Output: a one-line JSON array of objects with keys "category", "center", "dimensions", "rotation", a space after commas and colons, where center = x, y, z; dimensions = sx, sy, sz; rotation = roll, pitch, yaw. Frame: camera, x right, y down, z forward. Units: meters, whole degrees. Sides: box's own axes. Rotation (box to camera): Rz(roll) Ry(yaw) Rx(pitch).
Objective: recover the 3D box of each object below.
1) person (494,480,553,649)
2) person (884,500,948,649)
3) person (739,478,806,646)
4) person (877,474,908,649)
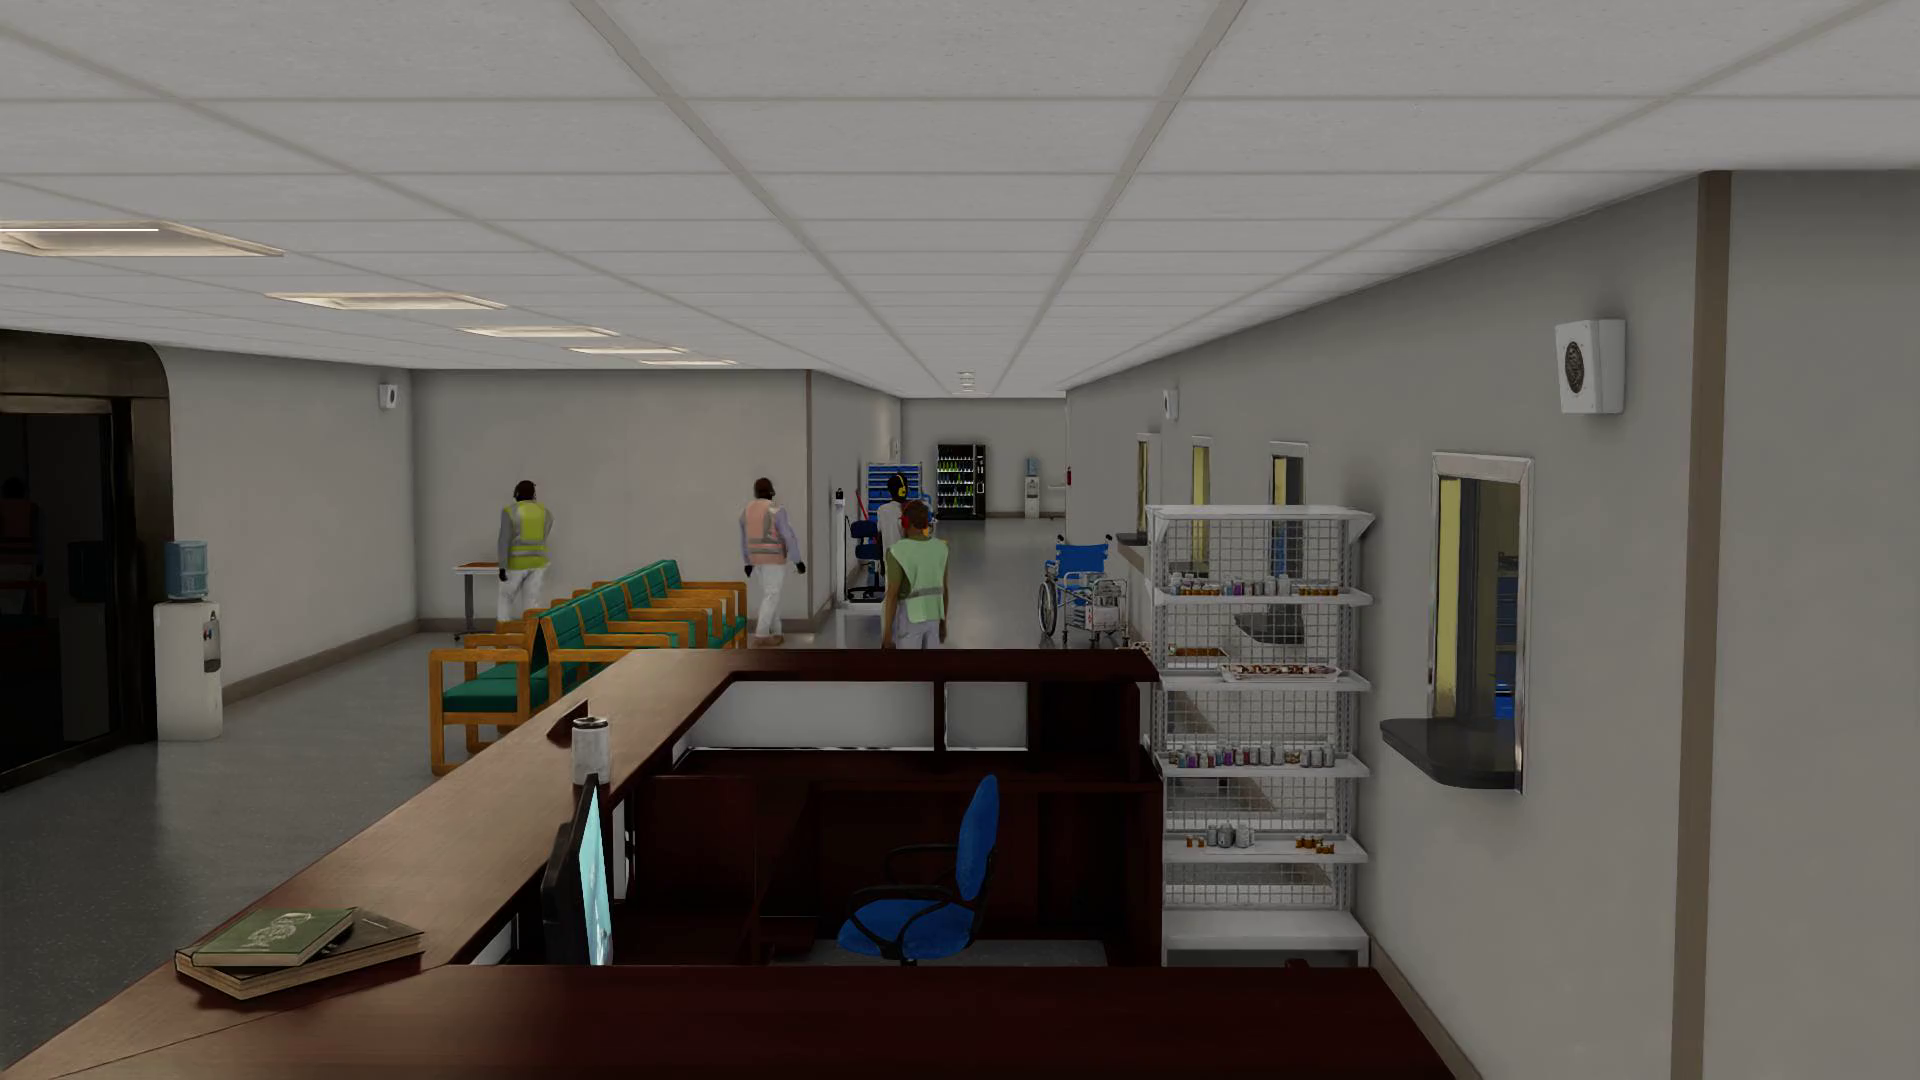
[{"category": "person", "center": [-4.640, 0.275, 17.532], "dimensions": [0.662, 1.802, 0.684], "rotation": [-4, 6, -42]}, {"category": "person", "center": [-0.311, 0.625, 12.365], "dimensions": [0.570, 1.836, 0.387], "rotation": [-4, 6, -44]}, {"category": "person", "center": [-2.028, 0.239, 17.893], "dimensions": [0.729, 1.816, 0.565], "rotation": [3, 5, 39]}, {"category": "person", "center": [-0.650, 0.248, 17.363], "dimensions": [0.517, 1.873, 0.328], "rotation": [4, 6, 43]}]
